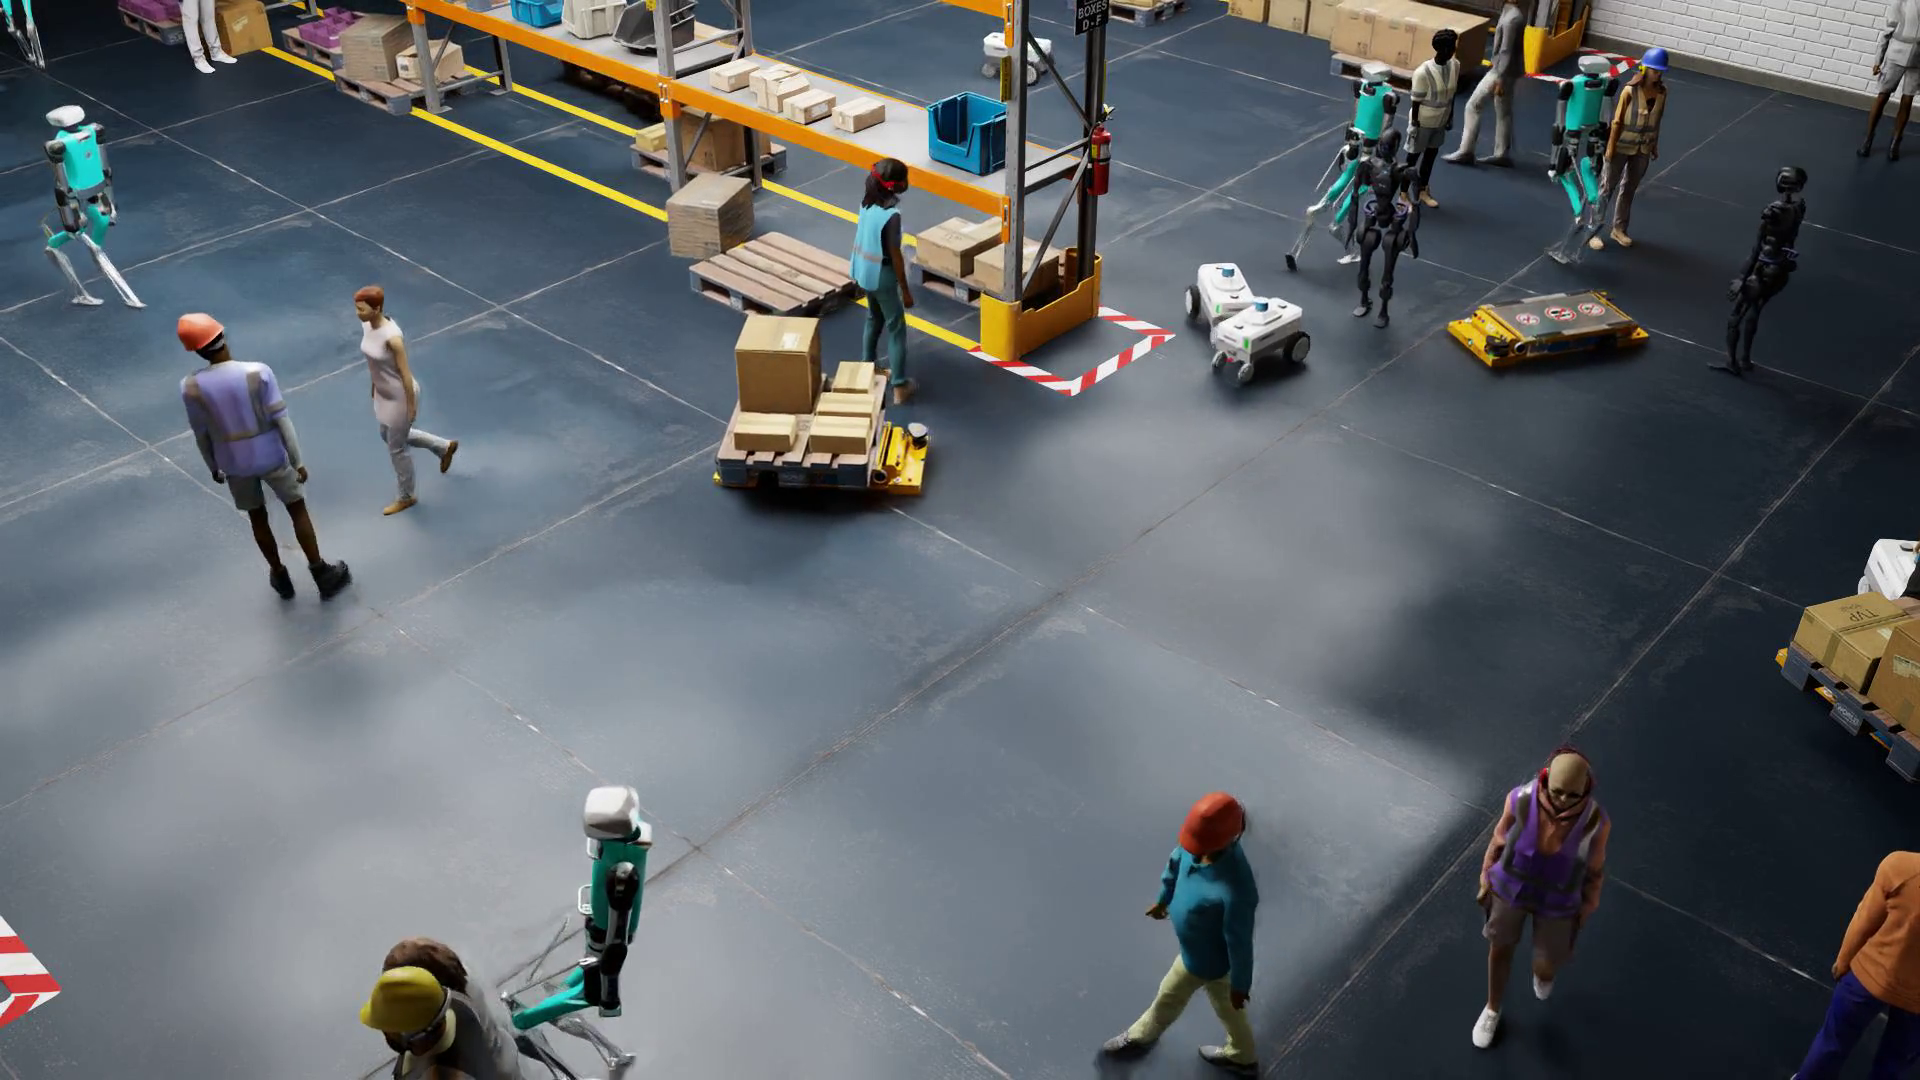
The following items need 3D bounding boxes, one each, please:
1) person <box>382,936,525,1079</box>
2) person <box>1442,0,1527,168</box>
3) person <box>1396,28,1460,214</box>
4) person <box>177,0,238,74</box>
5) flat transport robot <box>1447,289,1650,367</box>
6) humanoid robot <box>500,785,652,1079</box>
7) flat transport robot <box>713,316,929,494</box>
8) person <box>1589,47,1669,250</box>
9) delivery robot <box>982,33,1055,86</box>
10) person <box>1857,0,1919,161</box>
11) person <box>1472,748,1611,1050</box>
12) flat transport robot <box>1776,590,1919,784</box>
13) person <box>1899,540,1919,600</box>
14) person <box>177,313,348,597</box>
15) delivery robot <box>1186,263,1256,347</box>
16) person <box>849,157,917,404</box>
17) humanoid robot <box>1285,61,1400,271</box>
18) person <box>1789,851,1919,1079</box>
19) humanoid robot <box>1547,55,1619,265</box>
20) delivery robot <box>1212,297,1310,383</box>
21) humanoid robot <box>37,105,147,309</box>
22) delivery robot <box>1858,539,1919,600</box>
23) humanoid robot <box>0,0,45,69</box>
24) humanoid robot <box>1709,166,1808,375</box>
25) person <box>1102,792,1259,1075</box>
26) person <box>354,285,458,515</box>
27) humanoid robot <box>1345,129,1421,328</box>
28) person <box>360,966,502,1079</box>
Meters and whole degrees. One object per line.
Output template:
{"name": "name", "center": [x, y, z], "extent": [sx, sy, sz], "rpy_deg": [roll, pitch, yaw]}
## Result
{"name": "person", "center": [-1.969, 2.145, 6.497], "extent": [0.833, 1.610, 0.504], "rpy_deg": [-5, 35, -7]}
{"name": "person", "center": [5.083, -4.499, 15.914], "extent": [0.745, 1.873, 0.551], "rpy_deg": [18, 39, 25]}
{"name": "person", "center": [4.253, -3.792, 15.048], "extent": [0.532, 1.693, 0.320], "rpy_deg": [-19, 39, -26]}
{"name": "person", "center": [-8.399, -6.132, 18.253], "extent": [0.407, 1.910, 0.635], "rpy_deg": [13, 37, 18]}
{"name": "flat transport robot", "center": [4.700, -1.695, 13.266], "extent": [1.431, 0.231, 0.659], "rpy_deg": [-10, 36, -14]}
{"name": "humanoid robot", "center": [-1.641, 1.773, 6.964], "extent": [0.838, 1.773, 0.535], "rpy_deg": [-6, 35, -8]}
{"name": "flat transport robot", "center": [-0.963, -0.595, 11.672], "extent": [1.431, 0.231, 0.659], "rpy_deg": [3, 35, 4]}
{"name": "person", "center": [5.813, -3.380, 14.375], "extent": [0.471, 1.780, 0.307], "rpy_deg": [-7, 35, -10]}
{"name": "delivery robot", "center": [0.640, -5.342, 18.306], "extent": [0.808, 0.604, 0.499], "rpy_deg": [14, 37, 20]}
{"name": "person", "center": [9.147, -4.637, 16.076], "extent": [0.546, 1.924, 0.382], "rpy_deg": [14, 37, 19]}
{"name": "person", "center": [2.546, 1.544, 7.326], "extent": [0.498, 1.679, 0.456], "rpy_deg": [17, 38, 23]}
{"name": "flat transport robot", "center": [5.400, 0.973, 9.400], "extent": [0.659, 0.231, 1.431], "rpy_deg": [-11, 36, -16]}
{"name": "person", "center": [5.565, 0.084, 9.301], "extent": [0.346, 1.846, 0.507], "rpy_deg": [-13, 37, -18]}
{"name": "person", "center": [-4.292, -0.506, 10.118], "extent": [0.621, 1.889, 0.483], "rpy_deg": [-9, 36, -13]}
{"name": "delivery robot", "center": [2.128, -1.936, 13.368], "extent": [0.499, 0.599, 0.784], "rpy_deg": [-3, 35, -4]}
{"name": "person", "center": [-0.556, -1.895, 12.168], "extent": [0.479, 1.856, 0.593], "rpy_deg": [-16, 38, -22]}
{"name": "humanoid robot", "center": [3.143, -3.082, 14.016], "extent": [0.914, 1.797, 0.548], "rpy_deg": [-14, 37, -19]}
{"name": "person", "center": [3.838, 1.774, 6.748], "extent": [0.518, 1.972, 0.404], "rpy_deg": [19, 39, 25]}
{"name": "humanoid robot", "center": [5.300, -3.124, 14.043], "extent": [0.539, 1.766, 0.783], "rpy_deg": [-8, 35, -11]}
{"name": "delivery robot", "center": [2.331, -1.591, 12.880], "extent": [0.796, 0.613, 0.499], "rpy_deg": [-27, 43, -33]}
{"name": "humanoid robot", "center": [-7.143, -2.646, 13.370], "extent": [0.880, 1.768, 0.531], "rpy_deg": [12, 36, 17]}
{"name": "delivery robot", "center": [5.770, 0.327, 10.077], "extent": [0.499, 0.586, 0.773], "rpy_deg": [5, 35, 7]}
{"name": "humanoid robot", "center": [-10.454, -6.064, 18.408], "extent": [0.545, 1.898, 0.765], "rpy_deg": [-19, 39, -25]}
{"name": "humanoid robot", "center": [6.035, -2.007, 12.475], "extent": [0.609, 1.650, 0.317], "rpy_deg": [-22, 40, -29]}
{"name": "person", "center": [1.021, 1.690, 7.097], "extent": [0.704, 1.711, 0.579], "rpy_deg": [1, 35, 1]}
{"name": "person", "center": [-3.699, -0.978, 11.017], "extent": [0.591, 1.634, 0.458], "rpy_deg": [-29, 44, -35]}
{"name": "humanoid robot", "center": [3.387, -2.488, 13.189], "extent": [0.605, 1.642, 0.447], "rpy_deg": [15, 37, 21]}
{"name": "person", "center": [-1.875, 2.242, 6.198], "extent": [0.406, 1.826, 0.595], "rpy_deg": [-7, 35, -10]}
